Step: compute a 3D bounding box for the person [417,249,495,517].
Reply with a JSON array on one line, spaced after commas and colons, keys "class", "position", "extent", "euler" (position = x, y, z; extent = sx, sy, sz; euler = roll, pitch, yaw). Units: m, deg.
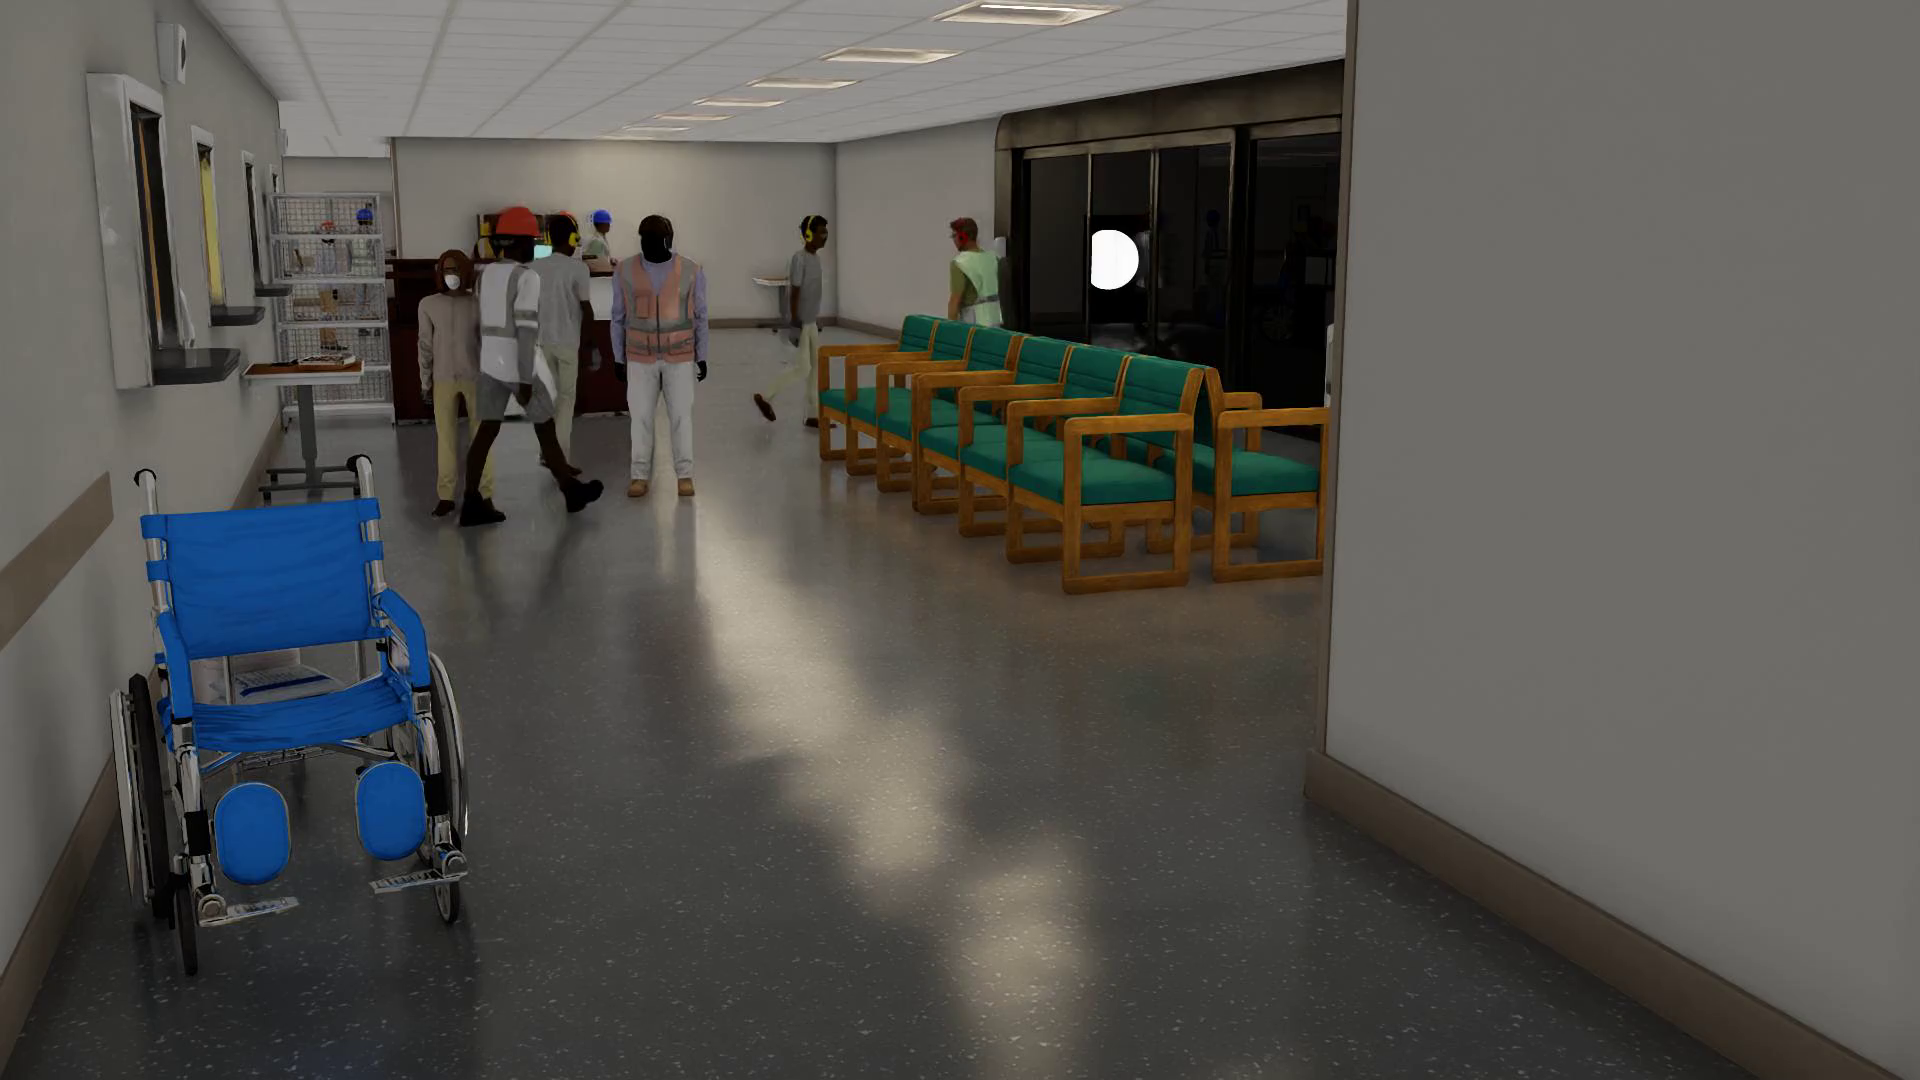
[{"class": "person", "position": [-3.057, -0.953, 10.188], "extent": [0.497, 1.633, 0.284], "euler": [-1, 11, -6]}]

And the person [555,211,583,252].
[{"class": "person", "position": [-5.516, -3.705, 23.611], "extent": [0.508, 1.903, 0.559], "euler": [-2, 11, -9]}]

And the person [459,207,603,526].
[{"class": "person", "position": [-2.667, -1.050, 10.042], "extent": [0.564, 1.880, 0.994], "euler": [8, 13, 34]}]

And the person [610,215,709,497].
[{"class": "person", "position": [-1.962, -1.194, 10.893], "extent": [0.632, 1.839, 0.429], "euler": [-1, 11, -7]}]

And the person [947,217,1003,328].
[{"class": "person", "position": [0.111, -1.724, 13.667], "extent": [0.491, 1.817, 0.597], "euler": [6, 13, 30]}]

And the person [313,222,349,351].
[{"class": "person", "position": [-8.639, -3.476, 22.818], "extent": [0.343, 1.749, 0.572], "euler": [-9, 14, -38]}]

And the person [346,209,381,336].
[{"class": "person", "position": [-9.114, -4.102, 25.542], "extent": [0.605, 1.944, 0.402], "euler": [3, 11, 14]}]

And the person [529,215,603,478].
[{"class": "person", "position": [-2.811, -1.356, 11.719], "extent": [0.509, 1.843, 0.459], "euler": [6, 12, 27]}]

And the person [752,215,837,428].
[{"class": "person", "position": [-1.417, -1.874, 14.391], "extent": [0.650, 1.849, 0.558], "euler": [3, 12, 17]}]
